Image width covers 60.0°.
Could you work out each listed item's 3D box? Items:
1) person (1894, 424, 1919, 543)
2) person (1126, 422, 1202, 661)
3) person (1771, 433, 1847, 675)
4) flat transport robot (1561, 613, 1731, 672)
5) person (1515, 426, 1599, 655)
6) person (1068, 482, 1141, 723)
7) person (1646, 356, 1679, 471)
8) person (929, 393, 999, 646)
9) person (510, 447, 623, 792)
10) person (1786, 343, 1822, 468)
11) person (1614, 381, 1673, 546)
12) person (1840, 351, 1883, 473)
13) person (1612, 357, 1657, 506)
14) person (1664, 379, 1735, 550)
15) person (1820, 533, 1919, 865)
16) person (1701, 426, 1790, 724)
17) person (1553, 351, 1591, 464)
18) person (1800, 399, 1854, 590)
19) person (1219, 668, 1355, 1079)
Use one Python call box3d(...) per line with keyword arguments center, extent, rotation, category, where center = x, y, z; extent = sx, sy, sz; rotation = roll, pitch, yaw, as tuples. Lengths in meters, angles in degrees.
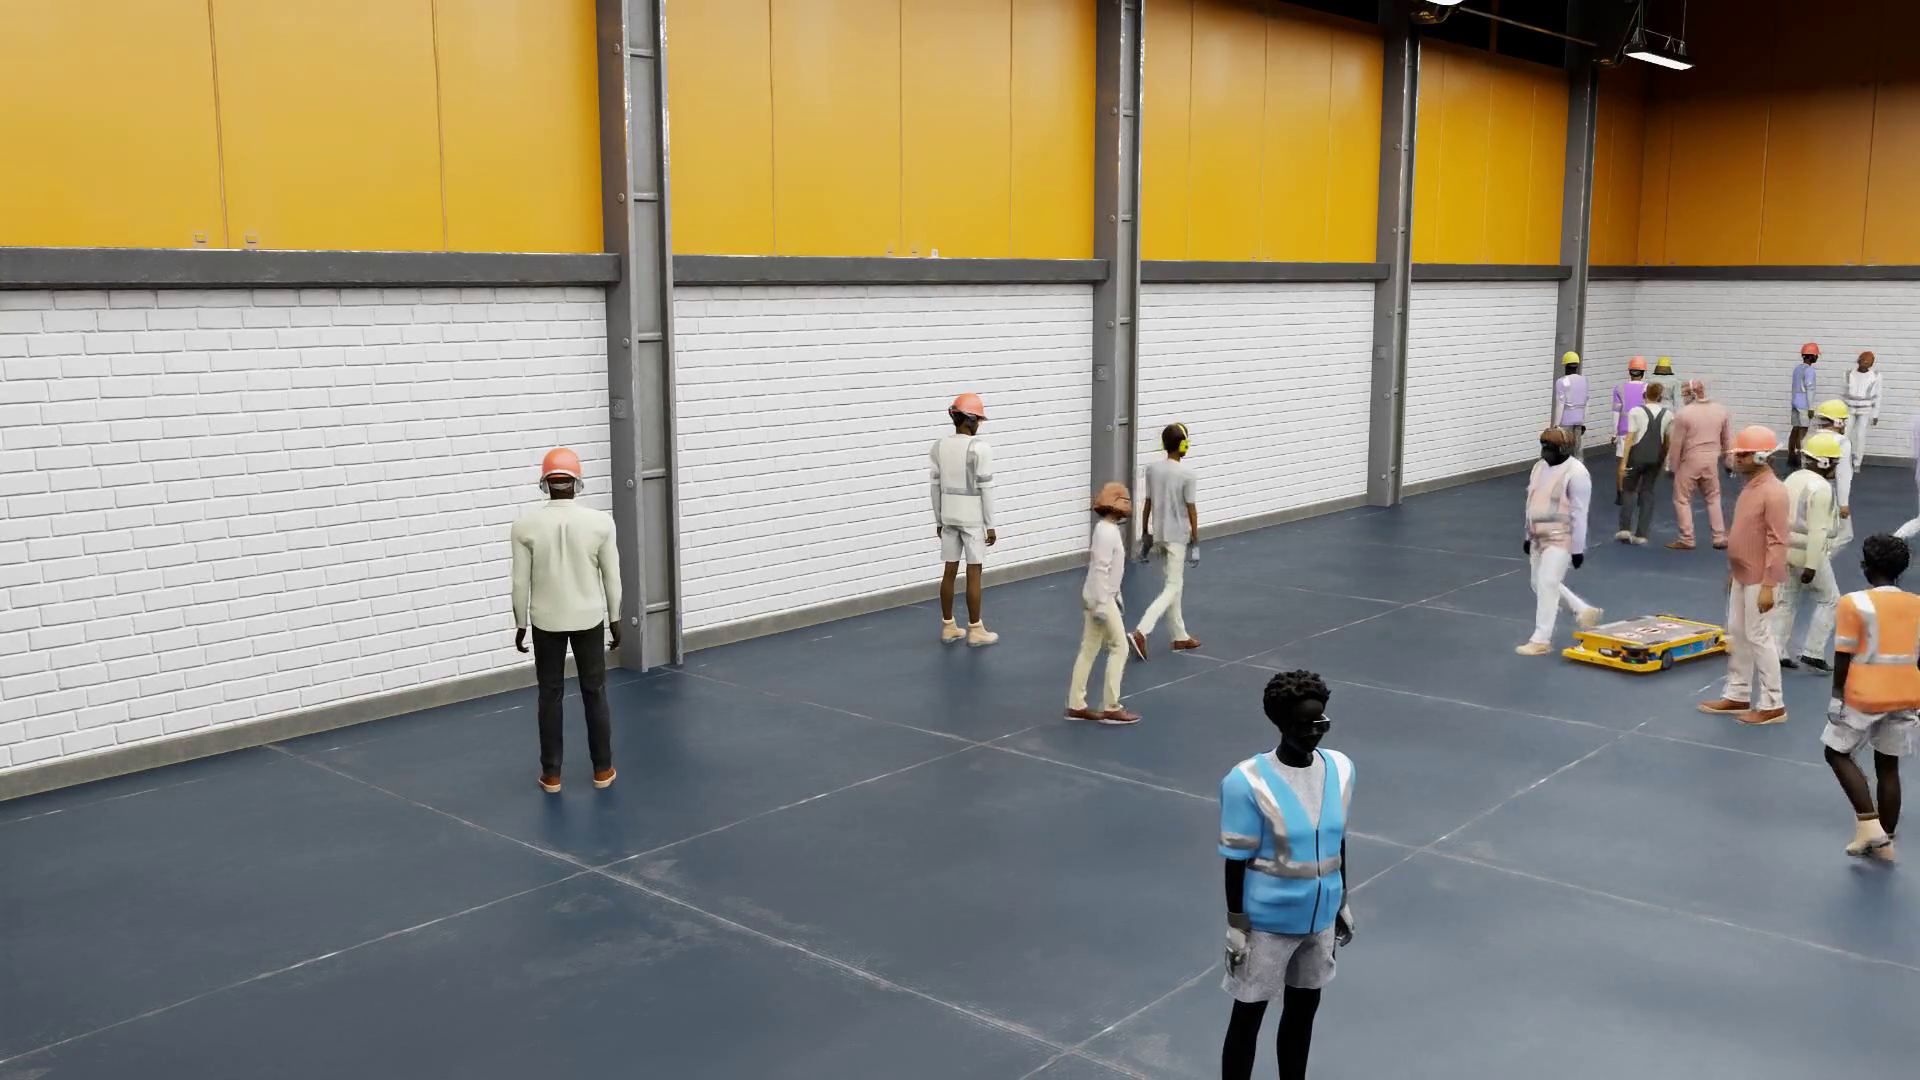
box3d(center=(9.402, -0.537, 16.128), extent=(0.750, 1.922, 0.642), rotation=(0, 9, 3), category="person")
box3d(center=(1.599, 0.008, 12.941), extent=(0.859, 1.847, 0.532), rotation=(-8, 12, -39), category="person")
box3d(center=(6.361, 0.108, 12.421), extent=(0.593, 1.810, 0.593), rotation=(0, 9, -3), category="person")
box3d(center=(5.395, 0.787, 12.954), extent=(1.431, 0.197, 0.652), rotation=(-7, 11, -36), category="flat transport robot")
box3d(center=(4.739, 0.000, 13.081), extent=(0.702, 1.817, 0.650), rotation=(-2, 9, -13), category="person")
box3d(center=(0.984, 0.419, 11.083), extent=(0.563, 1.602, 0.530), rotation=(0, 9, 0), category="person")
box3d(center=(10.690, -1.925, 25.377), extent=(0.492, 1.742, 0.323), rotation=(2, 9, 11), category="person")
box3d(center=(0.048, -0.163, 13.408), extent=(0.605, 2.034, 0.392), rotation=(7, 11, 37), category="person")
box3d(center=(-2.271, 0.459, 9.629), extent=(0.623, 1.989, 0.400), rotation=(-2, 9, -15), category="person")
box3d(center=(13.083, -2.083, 25.758), extent=(0.374, 1.939, 0.545), rotation=(1, 9, 4), category="person")
box3d(center=(7.559, -0.855, 18.462), extent=(0.578, 1.808, 0.626), rotation=(0, 9, -2), category="person")
box3d(center=(13.520, -1.917, 24.988), extent=(0.603, 1.848, 0.463), rotation=(9, 12, 43), category="person")
box3d(center=(8.702, -1.396, 21.482), extent=(0.542, 1.927, 0.381), rotation=(4, 10, 25), category="person")
box3d(center=(8.059, -0.811, 18.062), extent=(0.839, 1.871, 0.414), rotation=(-2, 9, -13), category="person")
box3d(center=(4.645, 0.807, 8.420), extent=(0.544, 1.672, 0.384), rotation=(-1, 9, -9), category="person")
box3d(center=(5.301, 0.246, 11.065), extent=(0.457, 1.995, 0.635), rotation=(1, 9, 7), category="person")
box3d(center=(8.440, -1.645, 23.053), extent=(0.594, 1.922, 0.375), rotation=(-4, 10, -25), category="person")
box3d(center=(8.134, -0.410, 15.605), extent=(0.413, 1.822, 0.614), rotation=(-2, 9, -12), category="person")
box3d(center=(1.094, 1.255, 5.555), extent=(0.539, 1.695, 0.319), rotation=(-5, 10, -27), category="person")
